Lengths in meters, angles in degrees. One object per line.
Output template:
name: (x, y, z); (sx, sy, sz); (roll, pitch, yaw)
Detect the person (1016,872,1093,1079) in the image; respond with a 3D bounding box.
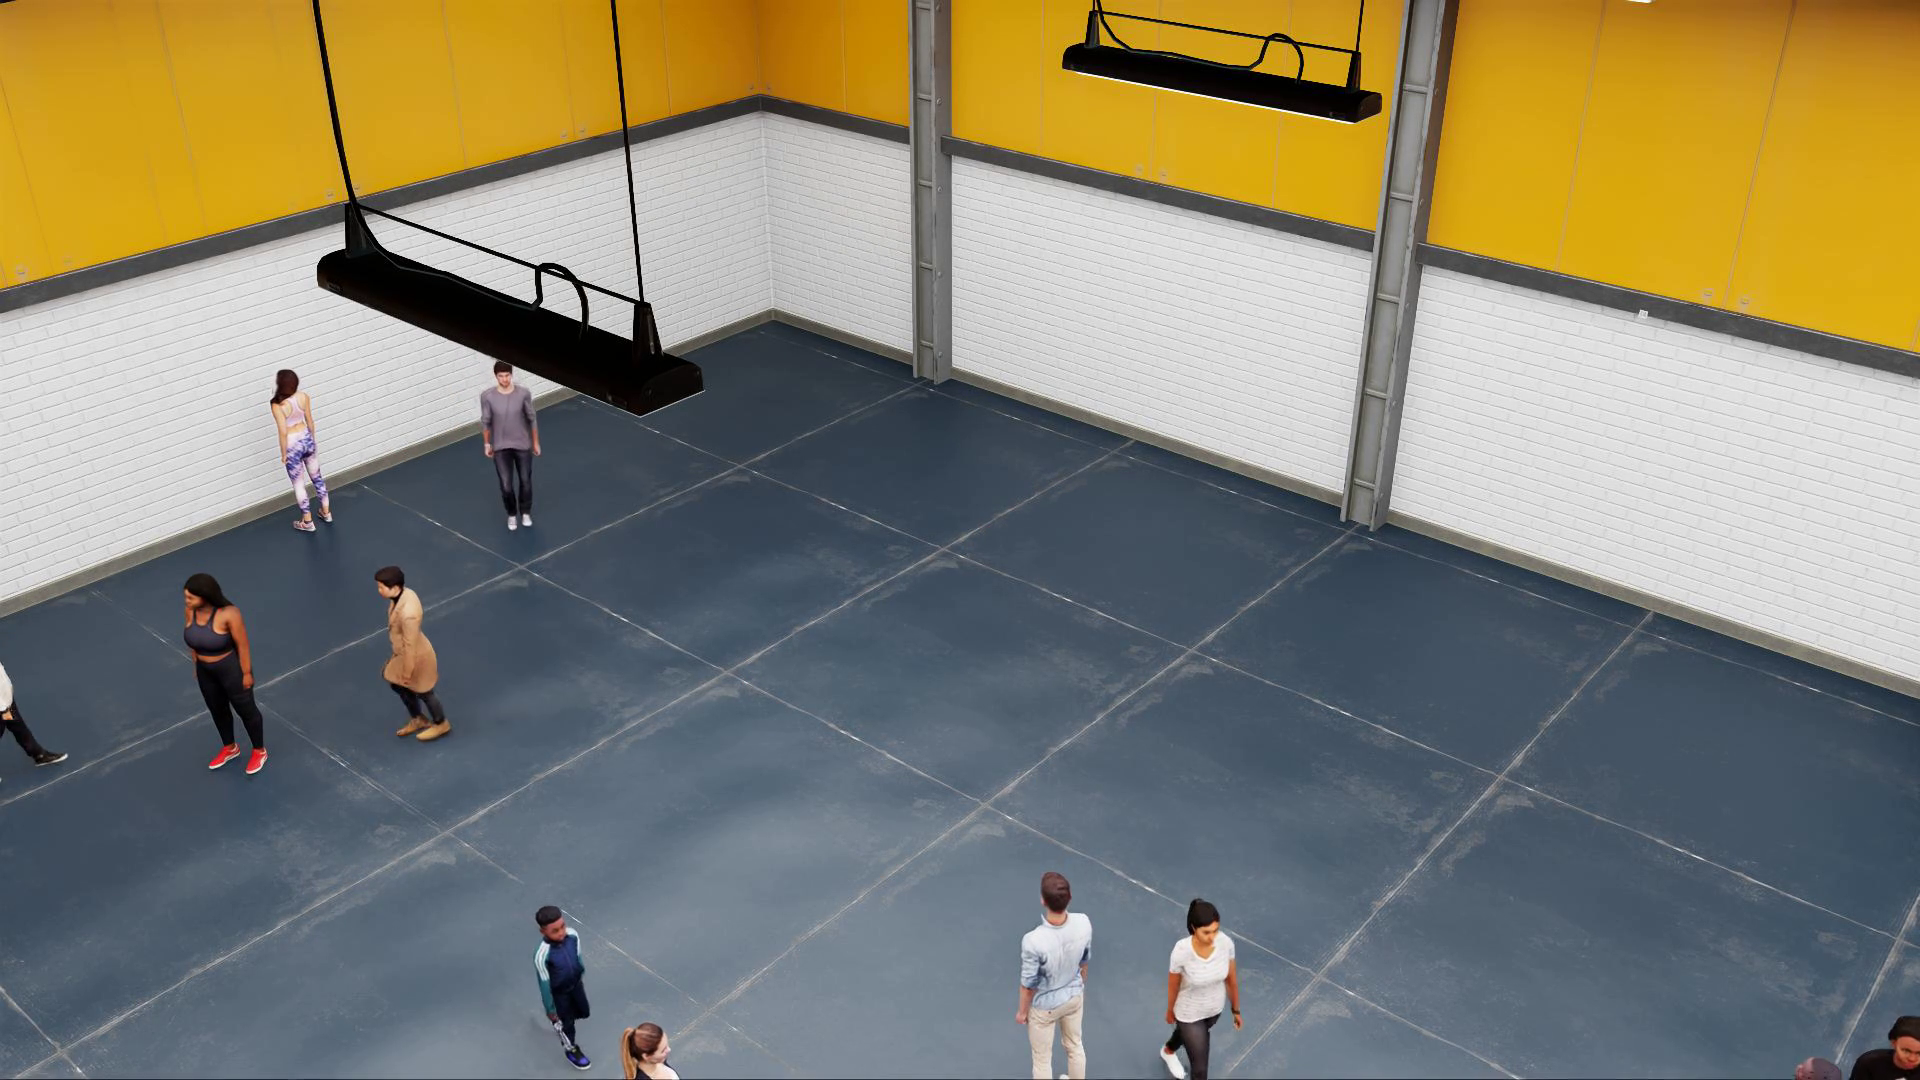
person: (0.579, 2.788, 10.106); (0.721, 1.847, 0.684); (-15, 32, -25)

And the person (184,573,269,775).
person: (-5.916, 1.033, 13.358); (0.712, 1.814, 0.828); (7, 29, 13)

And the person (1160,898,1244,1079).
person: (1.439, 2.840, 10.267); (0.913, 1.602, 1.178); (-12, 31, -20)

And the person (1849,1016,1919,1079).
person: (5.171, 3.288, 9.417); (1.104, 1.629, 0.898); (11, 31, 20)

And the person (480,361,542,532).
person: (-4.614, -1.015, 17.086); (0.819, 1.840, 0.825); (-10, 30, -17)

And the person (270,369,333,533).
person: (-6.764, -0.940, 17.028); (0.588, 1.763, 0.617); (17, 33, 29)

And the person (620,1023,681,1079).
person: (-1.697, 3.341, 9.255); (0.768, 1.691, 0.715); (-1, 29, -3)

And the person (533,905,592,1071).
person: (-2.580, 2.831, 10.655); (0.647, 1.247, 0.489); (22, 35, 34)

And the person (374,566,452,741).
person: (-4.411, 0.916, 13.682); (0.832, 1.709, 0.747); (-14, 32, -24)

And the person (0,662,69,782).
person: (-7.760, 1.314, 13.240); (0.922, 1.433, 0.997); (-12, 31, -21)
